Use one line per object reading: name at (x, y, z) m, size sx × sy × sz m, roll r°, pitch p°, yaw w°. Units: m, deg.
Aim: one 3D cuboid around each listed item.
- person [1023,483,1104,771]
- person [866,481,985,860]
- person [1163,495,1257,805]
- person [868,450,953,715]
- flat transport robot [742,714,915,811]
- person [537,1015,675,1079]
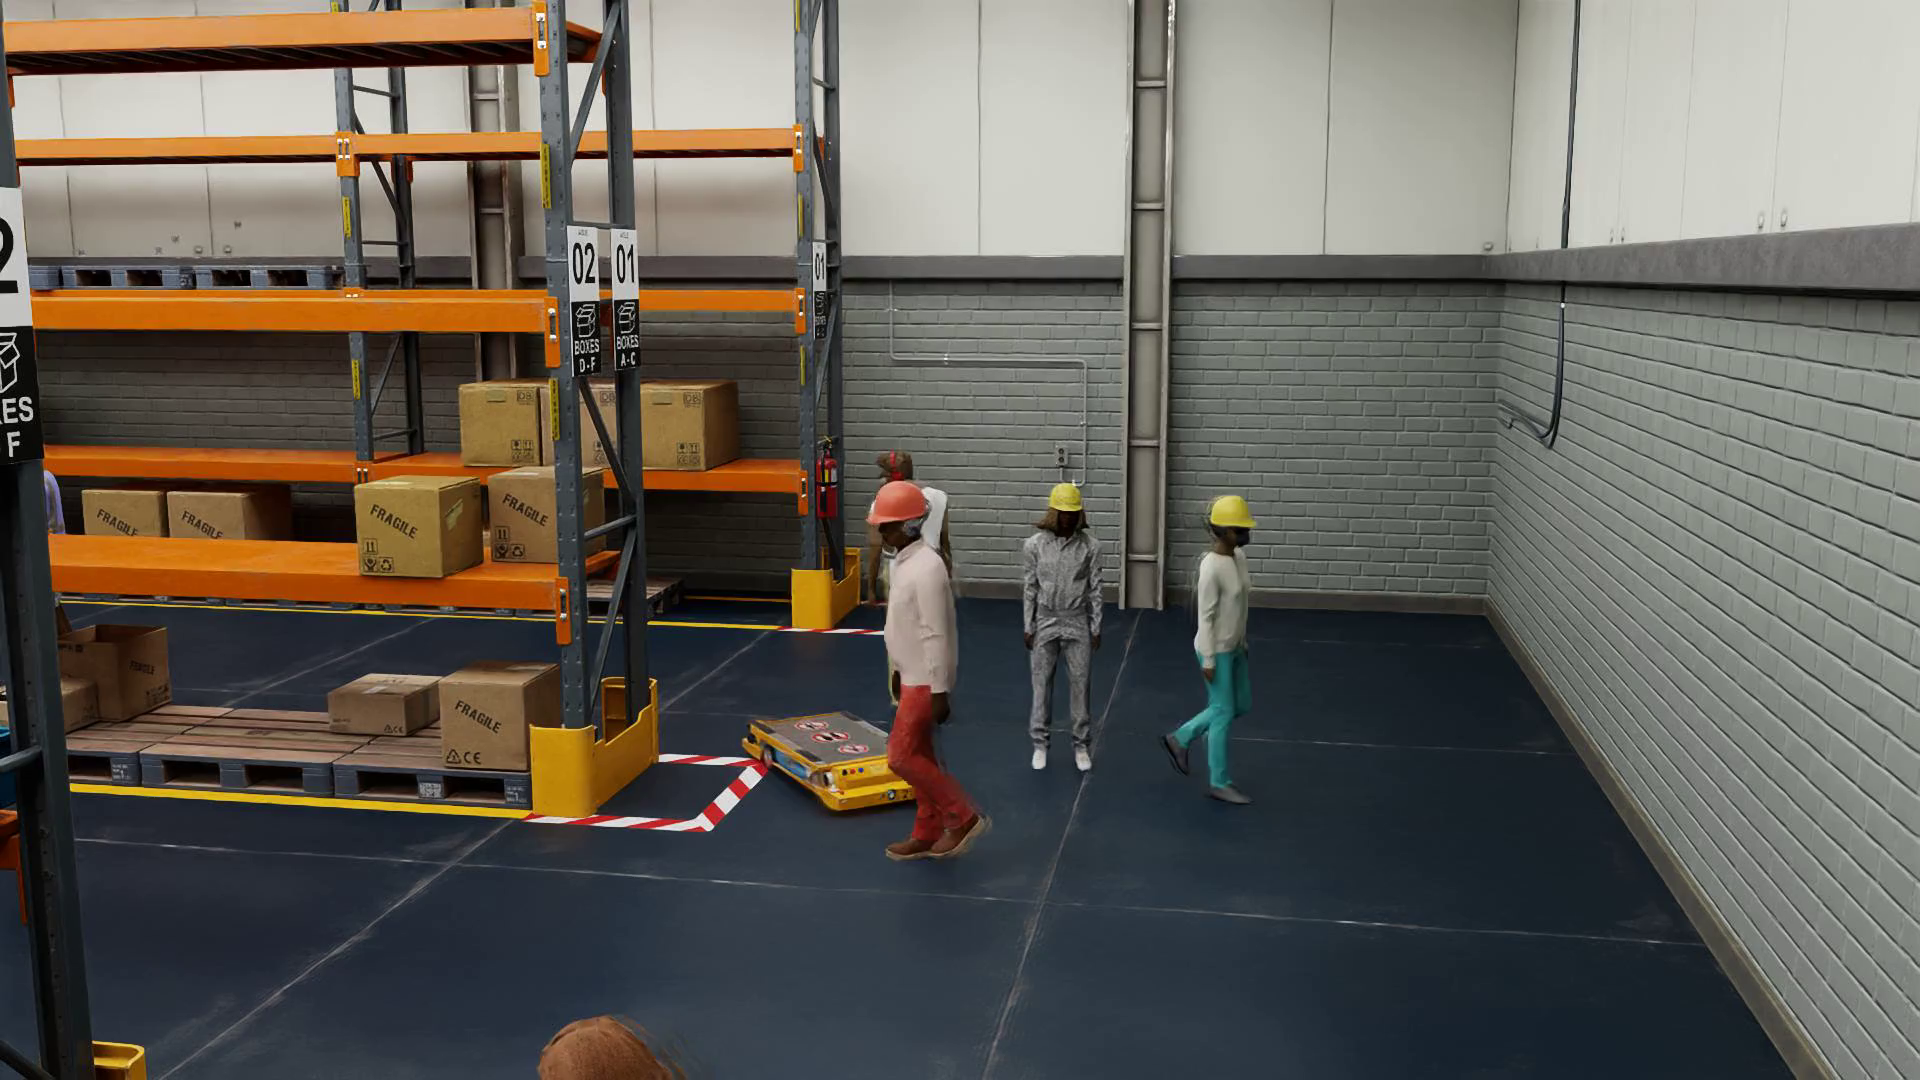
person at (0.620, 0.523, 9.982) m, size 0.485 × 1.744 × 0.313 m, roll 0°, pitch 9°, yaw 0°
person at (-0.220, 0.674, 8.309) m, size 0.483 × 1.967 × 0.652 m, roll -2°, pitch 9°, yaw -10°
person at (1.429, 0.604, 9.405) m, size 0.519 × 1.755 × 0.533 m, roll 5°, pitch 11°, yaw 29°
person at (-0.336, 0.296, 11.145) m, size 0.613 × 1.813 × 0.453 m, roll -4°, pitch 10°, yaw -24°
flat transport robot at (-0.725, 1.275, 9.848) m, size 0.652 × 0.197 × 1.431 m, roll -5°, pitch 10°, yaw -29°
person at (-0.554, 1.681, 3.279) m, size 0.612 × 1.584 × 0.506 m, roll -6°, pitch 11°, yaw -32°
